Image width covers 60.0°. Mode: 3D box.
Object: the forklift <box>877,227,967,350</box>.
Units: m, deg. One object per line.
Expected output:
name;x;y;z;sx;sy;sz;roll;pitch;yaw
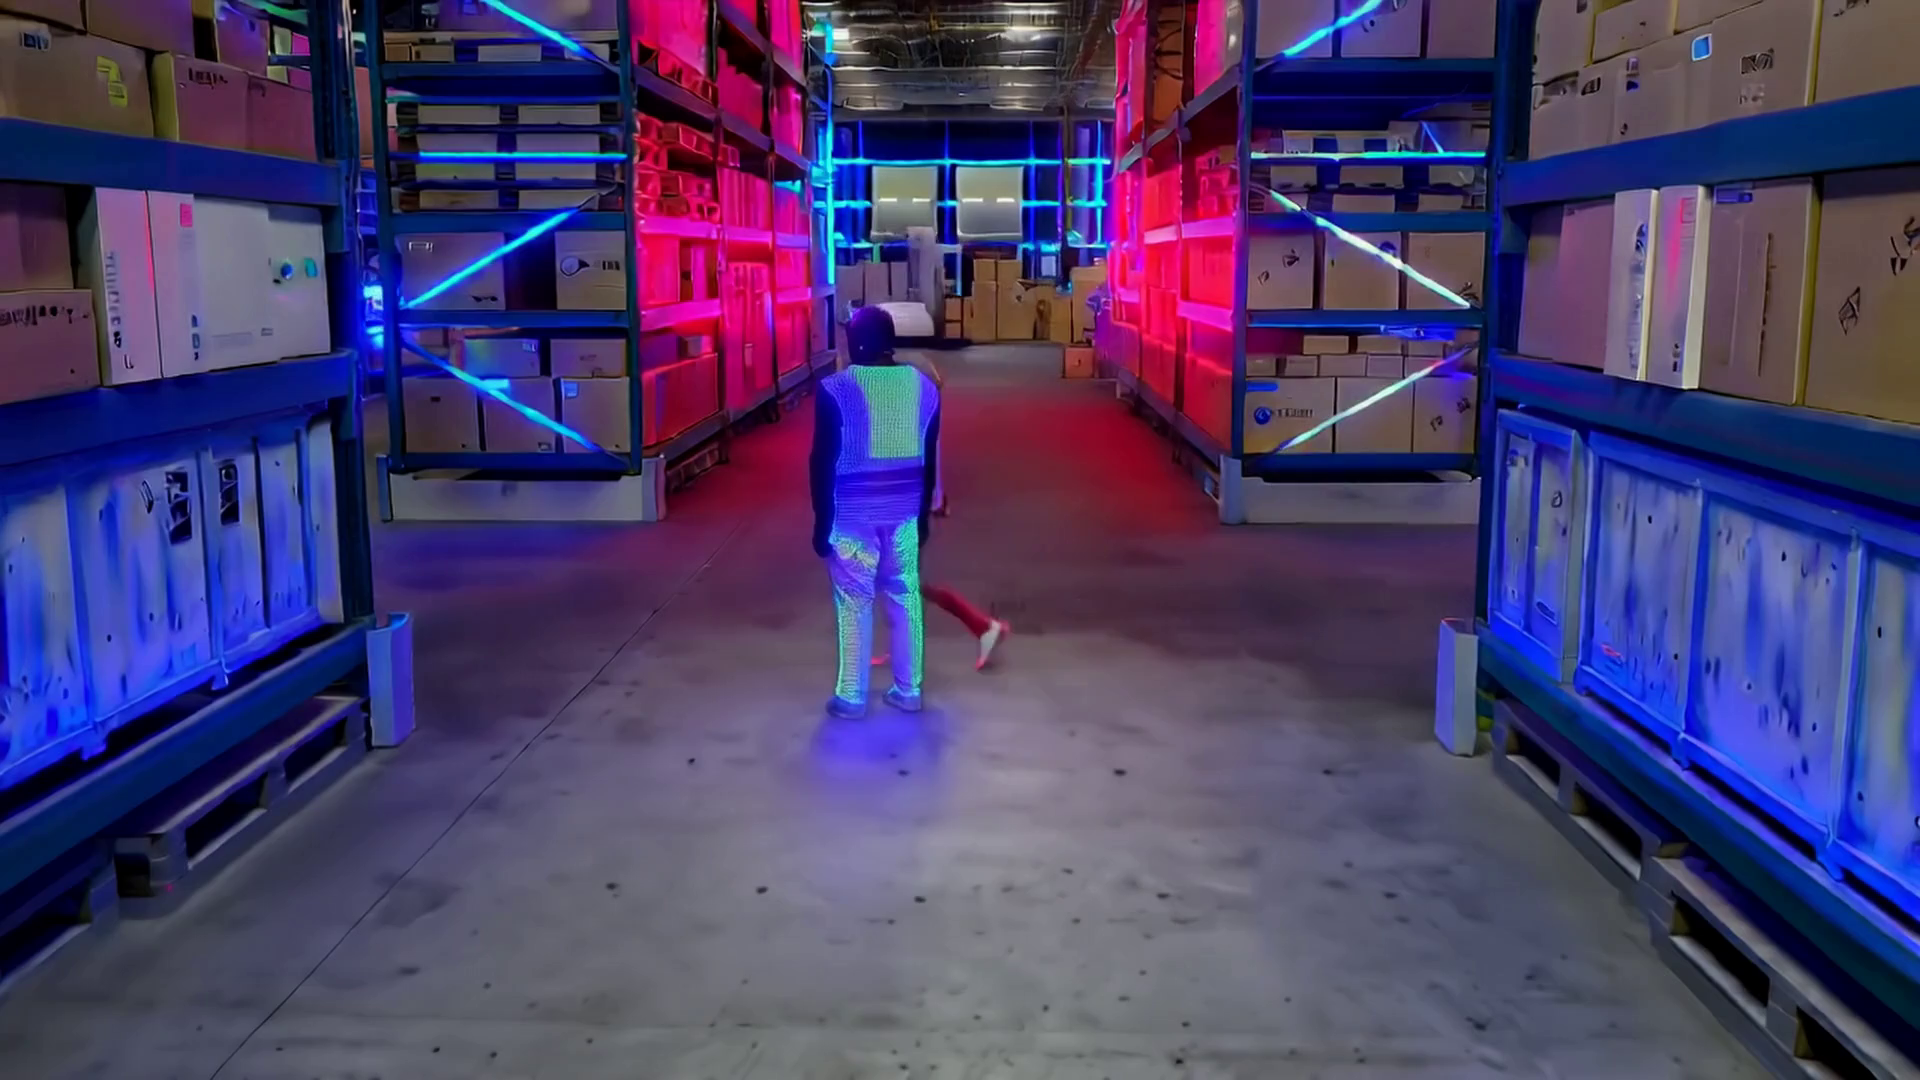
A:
forklift;-0.916;-5.836;38.522;1.873;2.768;1.129;-4;10;-25

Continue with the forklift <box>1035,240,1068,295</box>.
forklift;3.222;-9.565;60.854;1.129;2.768;1.873;-2;10;-14

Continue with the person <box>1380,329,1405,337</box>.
person;6.702;-3.160;26.050;0.545;1.682;0.564;1;10;9

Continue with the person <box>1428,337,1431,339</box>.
person;12.657;-6.101;43.783;0.547;1.631;0.904;-7;12;-36

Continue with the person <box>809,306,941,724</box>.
person;-0.387;-0.109;7.365;0.618;1.836;0.431;-7;12;-36

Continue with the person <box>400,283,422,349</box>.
person;-11.375;-4.721;34.659;0.353;1.936;0.633;8;12;40

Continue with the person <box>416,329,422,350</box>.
person;-11.628;-4.726;35.745;0.524;1.587;0.845;-4;10;-23

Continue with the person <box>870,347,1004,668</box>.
person;-0.132;-0.131;8.129;0.651;1.619;0.499;1;10;6

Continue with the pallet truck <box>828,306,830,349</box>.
pallet truck;-3.100;-3.940;29.800;1.885;1.965;0.823;3;10;19
